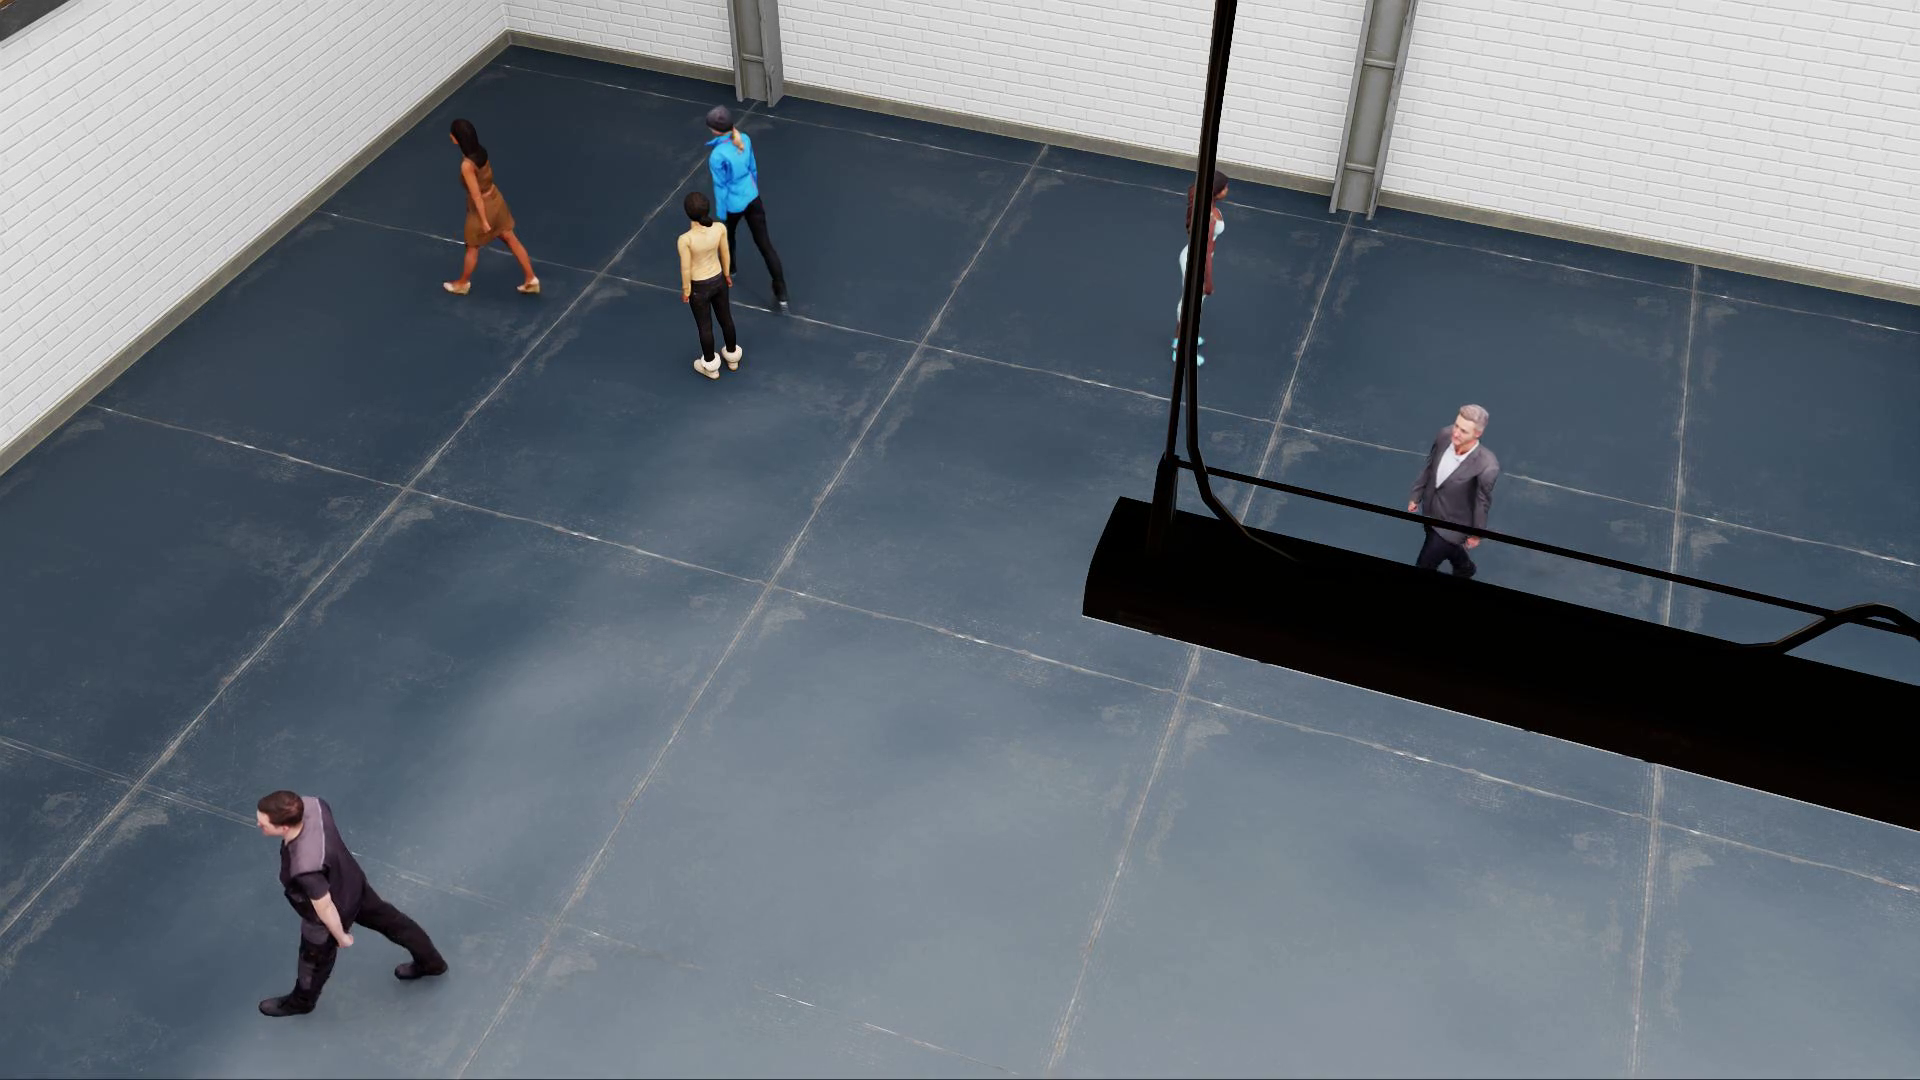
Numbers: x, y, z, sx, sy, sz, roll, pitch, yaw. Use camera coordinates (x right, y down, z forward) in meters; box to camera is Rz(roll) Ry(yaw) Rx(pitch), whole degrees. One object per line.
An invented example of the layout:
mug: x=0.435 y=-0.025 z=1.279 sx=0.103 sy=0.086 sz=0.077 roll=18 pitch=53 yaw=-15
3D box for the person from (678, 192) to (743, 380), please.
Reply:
person: x=-1.969 y=-2.001 z=13.000 sx=0.688 sy=1.660 sz=0.727 roll=-26 pitch=49 yaw=-25

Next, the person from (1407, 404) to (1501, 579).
person: x=3.265 y=-0.182 z=10.988 sx=1.273 sy=1.800 sz=1.231 roll=-19 pitch=47 yaw=-19

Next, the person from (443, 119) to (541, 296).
person: x=-3.820 y=-2.691 z=13.732 sx=1.086 sy=1.648 sz=0.763 roll=2 pitch=44 yaw=3

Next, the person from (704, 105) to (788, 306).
person: x=-1.736 y=-2.705 z=13.673 sx=1.061 sy=1.751 sz=1.306 roll=-29 pitch=51 yaw=-27

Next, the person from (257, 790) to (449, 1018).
person: x=-3.214 y=1.895 z=8.818 sx=1.326 sy=1.787 sz=1.095 roll=-7 pitch=44 yaw=-7

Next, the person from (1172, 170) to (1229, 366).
person: x=1.865 y=-2.157 z=13.117 sx=0.656 sy=1.724 sz=0.644 roll=-4 pitch=44 yaw=-4
